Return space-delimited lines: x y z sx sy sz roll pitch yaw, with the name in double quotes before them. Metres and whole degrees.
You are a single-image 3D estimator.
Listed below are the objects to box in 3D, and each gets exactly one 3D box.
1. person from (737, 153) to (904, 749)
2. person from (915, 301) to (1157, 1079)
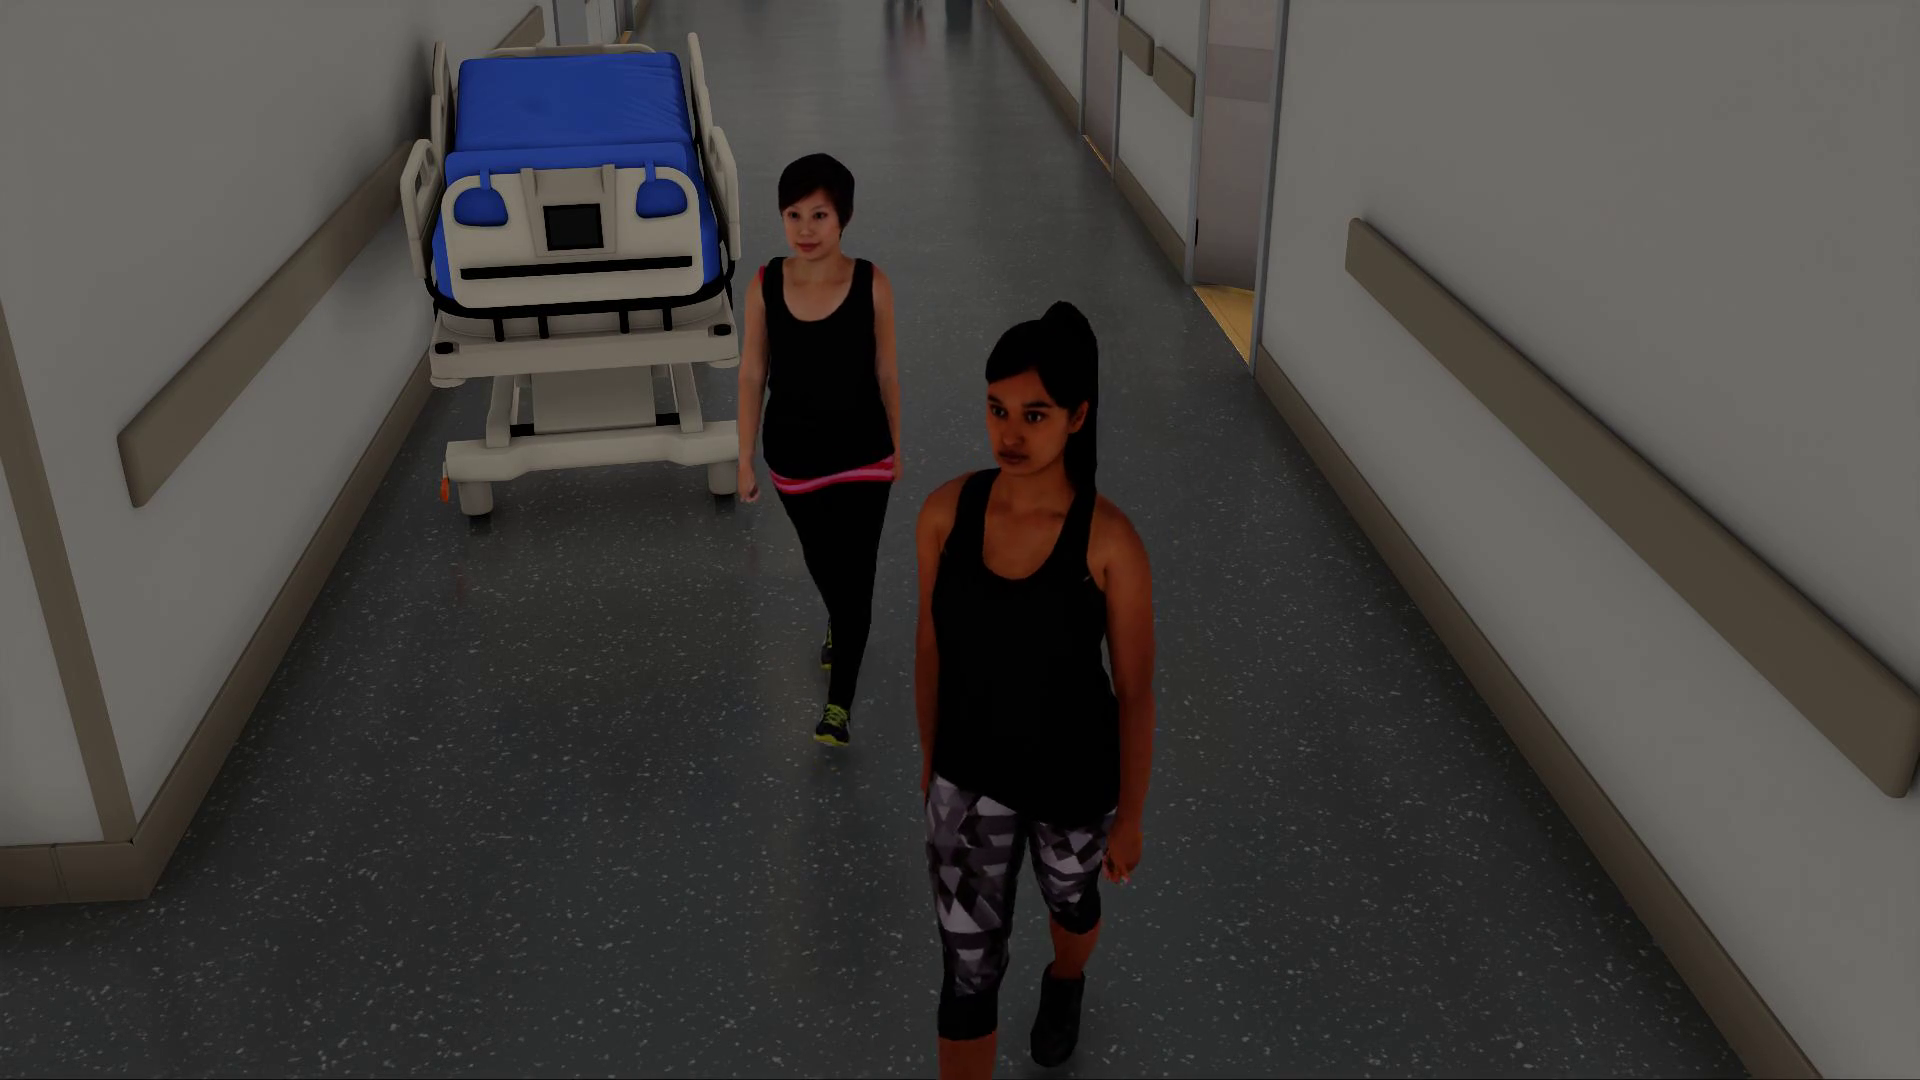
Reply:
"person" -0.343 -0.262 4.469 1.007 1.508 0.771 3 26 7
"person" 0.158 0.387 2.999 1.081 1.616 0.939 8 27 16
